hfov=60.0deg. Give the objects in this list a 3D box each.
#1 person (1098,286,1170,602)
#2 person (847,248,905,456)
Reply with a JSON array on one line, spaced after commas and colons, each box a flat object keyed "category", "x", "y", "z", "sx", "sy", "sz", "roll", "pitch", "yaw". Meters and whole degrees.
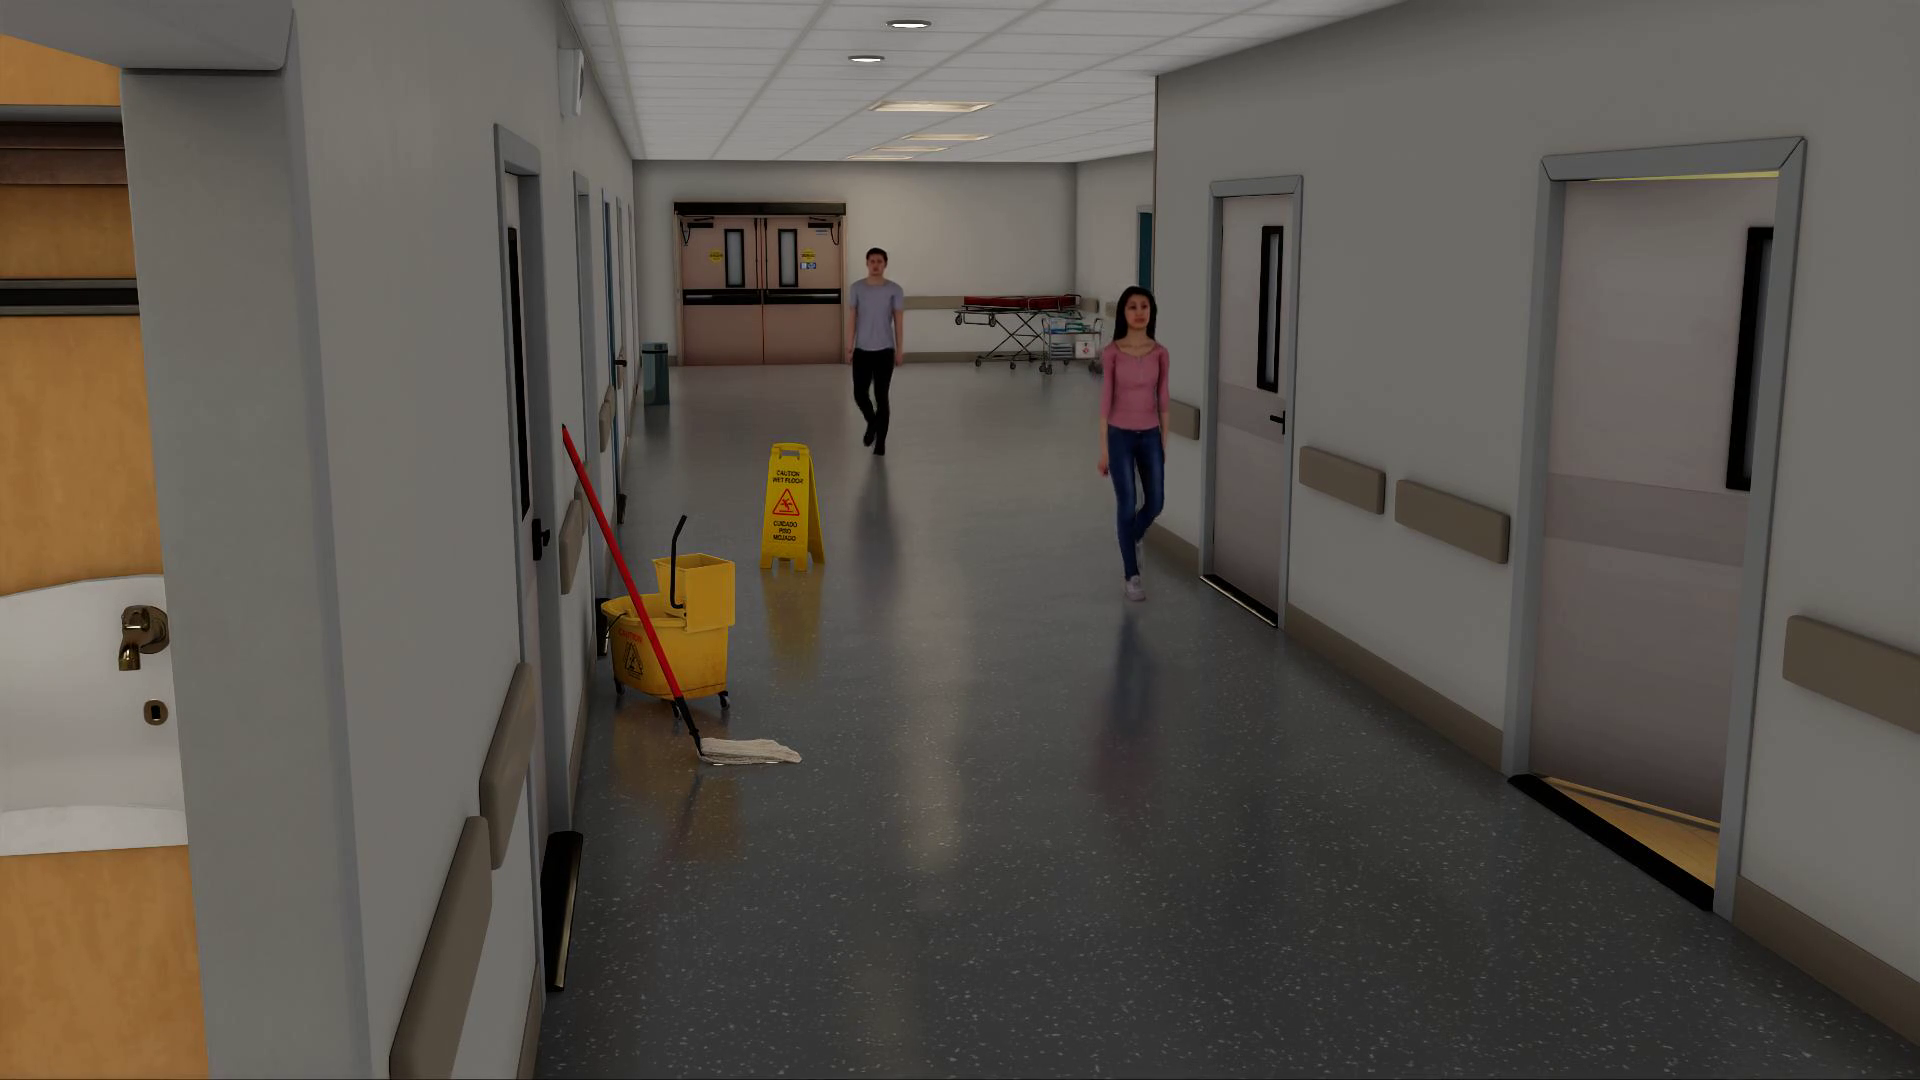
[{"category": "person", "x": 0.956, "y": -0.551, "z": 9.337, "sx": 0.577, "sy": 1.731, "sz": 0.763, "roll": -2, "pitch": 11, "yaw": -8}, {"category": "person", "x": -0.755, "y": -1.709, "z": 15.116, "sx": 0.809, "sy": 1.851, "sz": 0.883, "roll": 2, "pitch": 11, "yaw": 9}]
